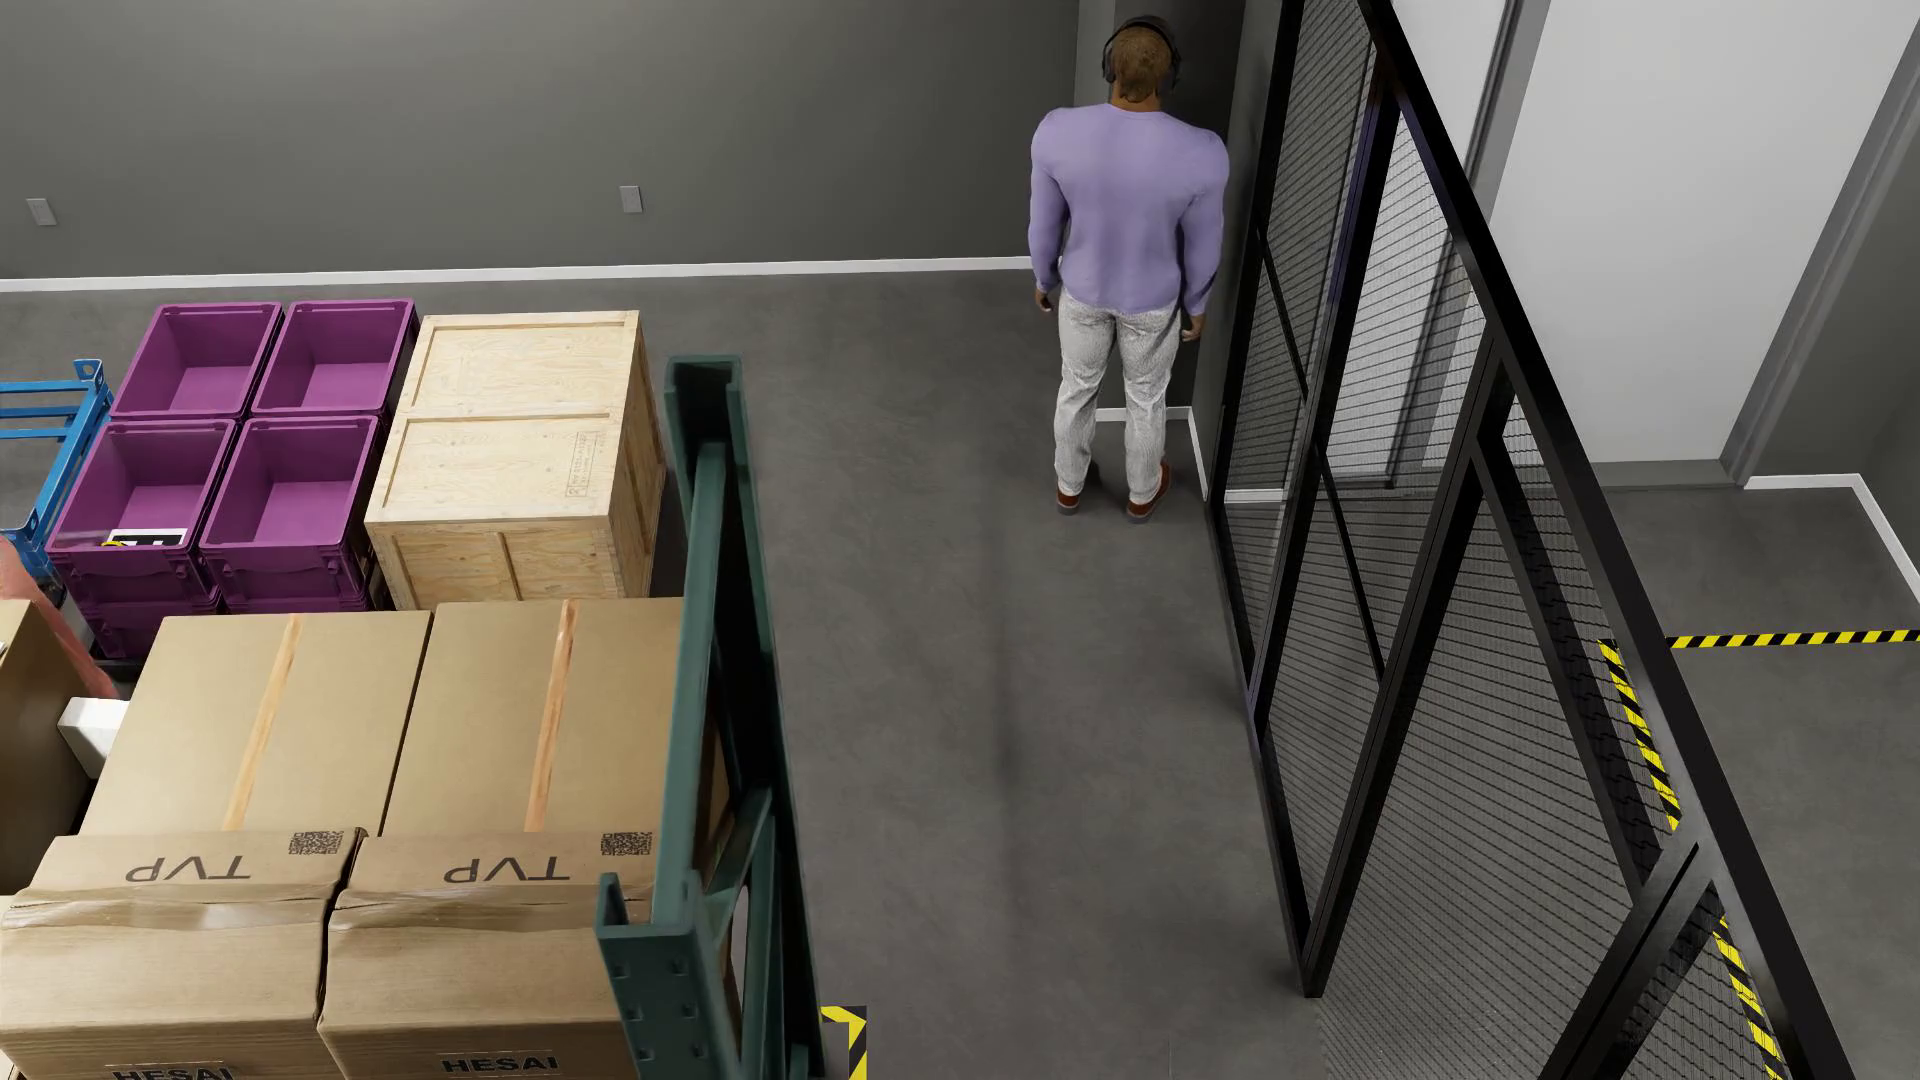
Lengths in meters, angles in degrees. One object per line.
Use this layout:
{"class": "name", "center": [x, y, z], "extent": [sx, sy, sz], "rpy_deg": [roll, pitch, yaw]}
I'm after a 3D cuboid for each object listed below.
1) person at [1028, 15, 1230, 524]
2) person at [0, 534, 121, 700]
{"class": "person", "center": [0.535, -0.841, 5.559], "extent": [0.630, 1.938, 0.369], "rpy_deg": [11, 47, 11]}
{"class": "person", "center": [-2.306, 0.578, 4.180], "extent": [0.450, 1.973, 0.634], "rpy_deg": [-12, 48, -12]}
